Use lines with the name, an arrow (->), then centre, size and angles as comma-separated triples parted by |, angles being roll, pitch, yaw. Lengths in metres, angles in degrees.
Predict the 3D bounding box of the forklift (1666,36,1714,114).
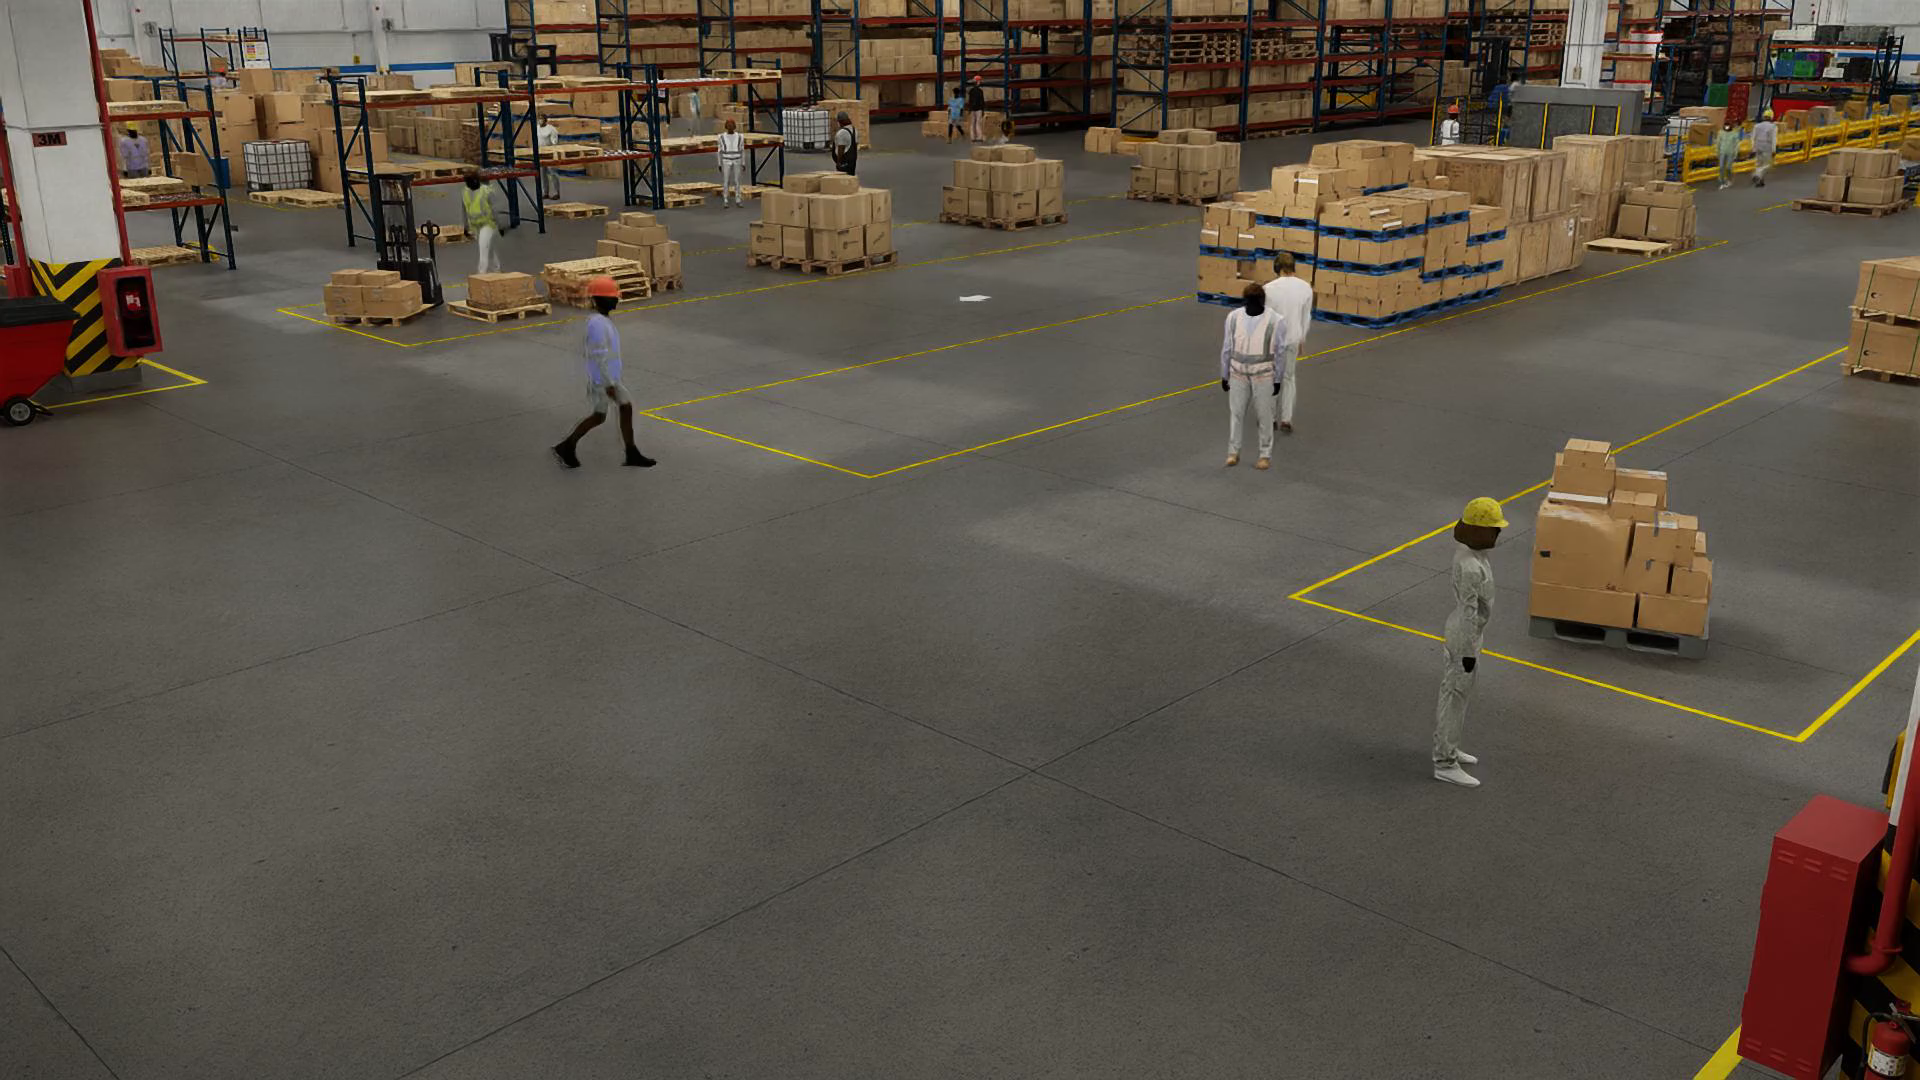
forklift -> 27.341, -17.291, 61.877 | 1.129, 2.768, 1.873 | 17, 25, 41

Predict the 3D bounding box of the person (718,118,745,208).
person -> -4.892, -8.067, 35.642 | 0.585, 1.882, 0.340 | -5, 19, -16

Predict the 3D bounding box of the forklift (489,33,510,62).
forklift -> -18.263, -18.719, 66.179 | 1.129, 2.768, 1.873 | 17, 25, 42

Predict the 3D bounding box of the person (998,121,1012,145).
person -> 0.933, -8.099, 35.860 | 0.999, 1.831, 0.531 | 3, 19, 8

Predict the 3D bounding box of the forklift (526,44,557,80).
forklift -> -13.211, -14.325, 52.942 | 1.873, 2.768, 1.129 | 17, 25, 41

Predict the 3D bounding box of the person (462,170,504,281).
person -> -7.629, -5.028, 26.651 | 0.665, 1.790, 0.986 | 8, 20, 22

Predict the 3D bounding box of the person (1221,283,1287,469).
person -> 2.845, -1.596, 16.244 | 0.629, 1.831, 0.436 | 10, 21, 27

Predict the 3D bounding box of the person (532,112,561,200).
person -> -9.209, -8.540, 37.006 | 0.627, 1.930, 0.379 | 7, 20, 21

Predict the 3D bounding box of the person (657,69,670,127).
person -> -10.095, -15.026, 56.573 | 0.589, 1.912, 0.391 | 14, 23, 36

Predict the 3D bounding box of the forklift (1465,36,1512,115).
forklift -> 19.973, -17.201, 61.605 | 1.873, 2.768, 1.129 | 16, 24, 40

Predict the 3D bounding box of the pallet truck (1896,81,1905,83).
pallet truck -> 34.802, -16.331, 61.455 | 0.653, 1.274, 1.630 | 17, 25, 41

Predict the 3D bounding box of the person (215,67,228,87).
person -> -25.860, -15.578, 58.227 | 0.587, 1.911, 0.557 | 10, 21, 28

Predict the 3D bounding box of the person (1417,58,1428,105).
person -> 18.080, -17.798, 64.913 | 0.546, 1.919, 0.514 | 16, 24, 41

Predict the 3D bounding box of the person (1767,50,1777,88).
person -> 38.669, -22.434, 79.168 | 0.532, 1.739, 0.795 | 14, 23, 37

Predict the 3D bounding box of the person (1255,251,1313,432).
person -> 3.391, -2.086, 17.555 | 0.650, 1.930, 0.560 | -7, 20, -19

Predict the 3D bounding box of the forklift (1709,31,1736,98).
forklift -> 31.316, -19.570, 68.743 | 1.129, 2.768, 1.873 | 17, 25, 41

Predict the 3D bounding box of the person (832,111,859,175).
person -> -2.502, -8.197, 35.789 | 0.536, 2.000, 0.676 | 10, 21, 26

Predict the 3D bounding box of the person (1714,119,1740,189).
person -> 17.969, -9.049, 39.018 | 0.519, 1.613, 0.421 | 15, 23, 38

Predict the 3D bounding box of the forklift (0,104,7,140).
forklift -> -30.137, -13.577, 50.687 | 1.129, 2.768, 1.873 | 17, 25, 41

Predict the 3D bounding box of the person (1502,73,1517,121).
person -> 19.556, -15.625, 58.730 | 0.612, 1.681, 0.540 | 7, 20, 21

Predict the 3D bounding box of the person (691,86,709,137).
person -> -8.279, -13.619, 52.789 | 0.685, 1.614, 0.538 | -1, 18, -4

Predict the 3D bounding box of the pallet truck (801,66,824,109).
pallet truck -> -4.812, -15.182, 56.903 | 0.823, 1.965, 1.885 | -9, 21, -26

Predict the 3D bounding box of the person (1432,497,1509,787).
person -> 3.007, 0.582, 9.804 | 0.299, 1.743, 0.492 | 5, 19, 14

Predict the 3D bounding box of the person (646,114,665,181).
person -> -7.508, -9.629, 40.736 | 0.384, 1.622, 0.530 | -9, 21, -26

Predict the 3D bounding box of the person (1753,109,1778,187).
person -> 18.980, -9.235, 39.254 | 0.408, 1.819, 0.622 | -11, 21, -30

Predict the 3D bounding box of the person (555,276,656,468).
person -> -3.508, -1.613, 16.175 | 0.900, 1.907, 0.547 | 2, 18, 5

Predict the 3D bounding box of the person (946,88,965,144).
person -> -0.088, -12.894, 50.519 | 0.547, 1.665, 0.647 | 10, 21, 27

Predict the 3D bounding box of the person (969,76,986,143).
person -> 0.530, -13.129, 50.720 | 0.376, 1.995, 0.612 | -16, 24, -39

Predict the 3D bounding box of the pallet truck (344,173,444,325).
pallet truck -> -8.209, -4.181, 23.757 | 0.823, 1.965, 1.885 | 3, 19, 9

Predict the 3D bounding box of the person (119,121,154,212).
person -> -17.400, -7.903, 35.129 | 0.592, 1.903, 0.779 | -17, 25, -41

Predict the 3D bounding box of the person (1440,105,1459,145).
person -> 11.443, -9.156, 38.835 | 0.353, 1.942, 0.545 | -10, 21, -27
